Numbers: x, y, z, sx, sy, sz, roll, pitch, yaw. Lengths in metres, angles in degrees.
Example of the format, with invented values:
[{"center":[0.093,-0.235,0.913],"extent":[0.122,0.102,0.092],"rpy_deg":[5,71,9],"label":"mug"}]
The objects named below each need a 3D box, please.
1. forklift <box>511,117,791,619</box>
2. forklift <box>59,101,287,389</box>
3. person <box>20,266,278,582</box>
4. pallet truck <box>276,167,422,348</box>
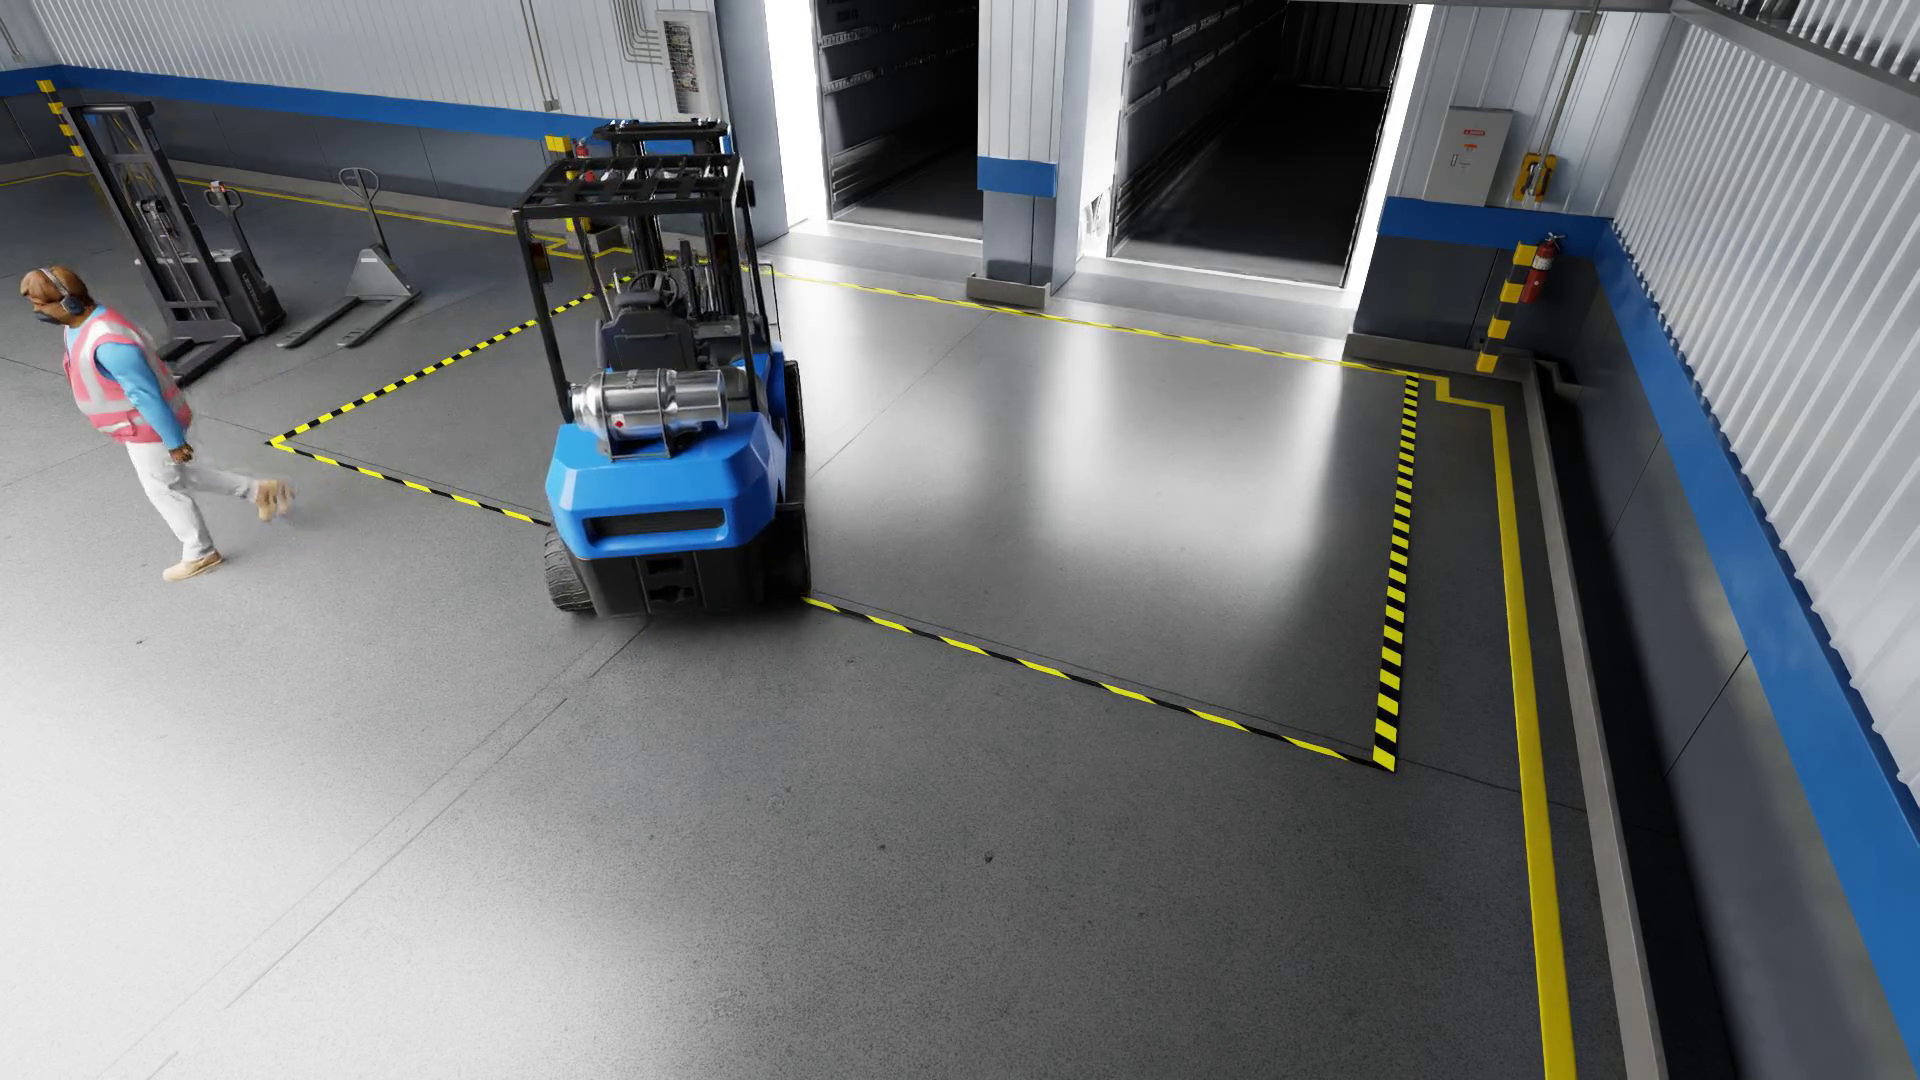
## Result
[{"center":[-1.669,-1.134,5.331],"extent":[1.157,2.036,2.680],"rpy_deg":[-5,35,-7],"label":"forklift"},{"center":[-6.686,-2.387,7.434],"extent":[0.823,1.965,1.885],"rpy_deg":[-3,35,-5],"label":"forklift"},{"center":[-4.454,-0.661,5.122],"extent":[0.617,1.814,0.735],"rpy_deg":[30,45,35],"label":"person"},{"center":[-5.732,-2.611,8.414],"extent":[0.680,1.201,1.601],"rpy_deg":[-1,35,-1],"label":"pallet truck"}]
